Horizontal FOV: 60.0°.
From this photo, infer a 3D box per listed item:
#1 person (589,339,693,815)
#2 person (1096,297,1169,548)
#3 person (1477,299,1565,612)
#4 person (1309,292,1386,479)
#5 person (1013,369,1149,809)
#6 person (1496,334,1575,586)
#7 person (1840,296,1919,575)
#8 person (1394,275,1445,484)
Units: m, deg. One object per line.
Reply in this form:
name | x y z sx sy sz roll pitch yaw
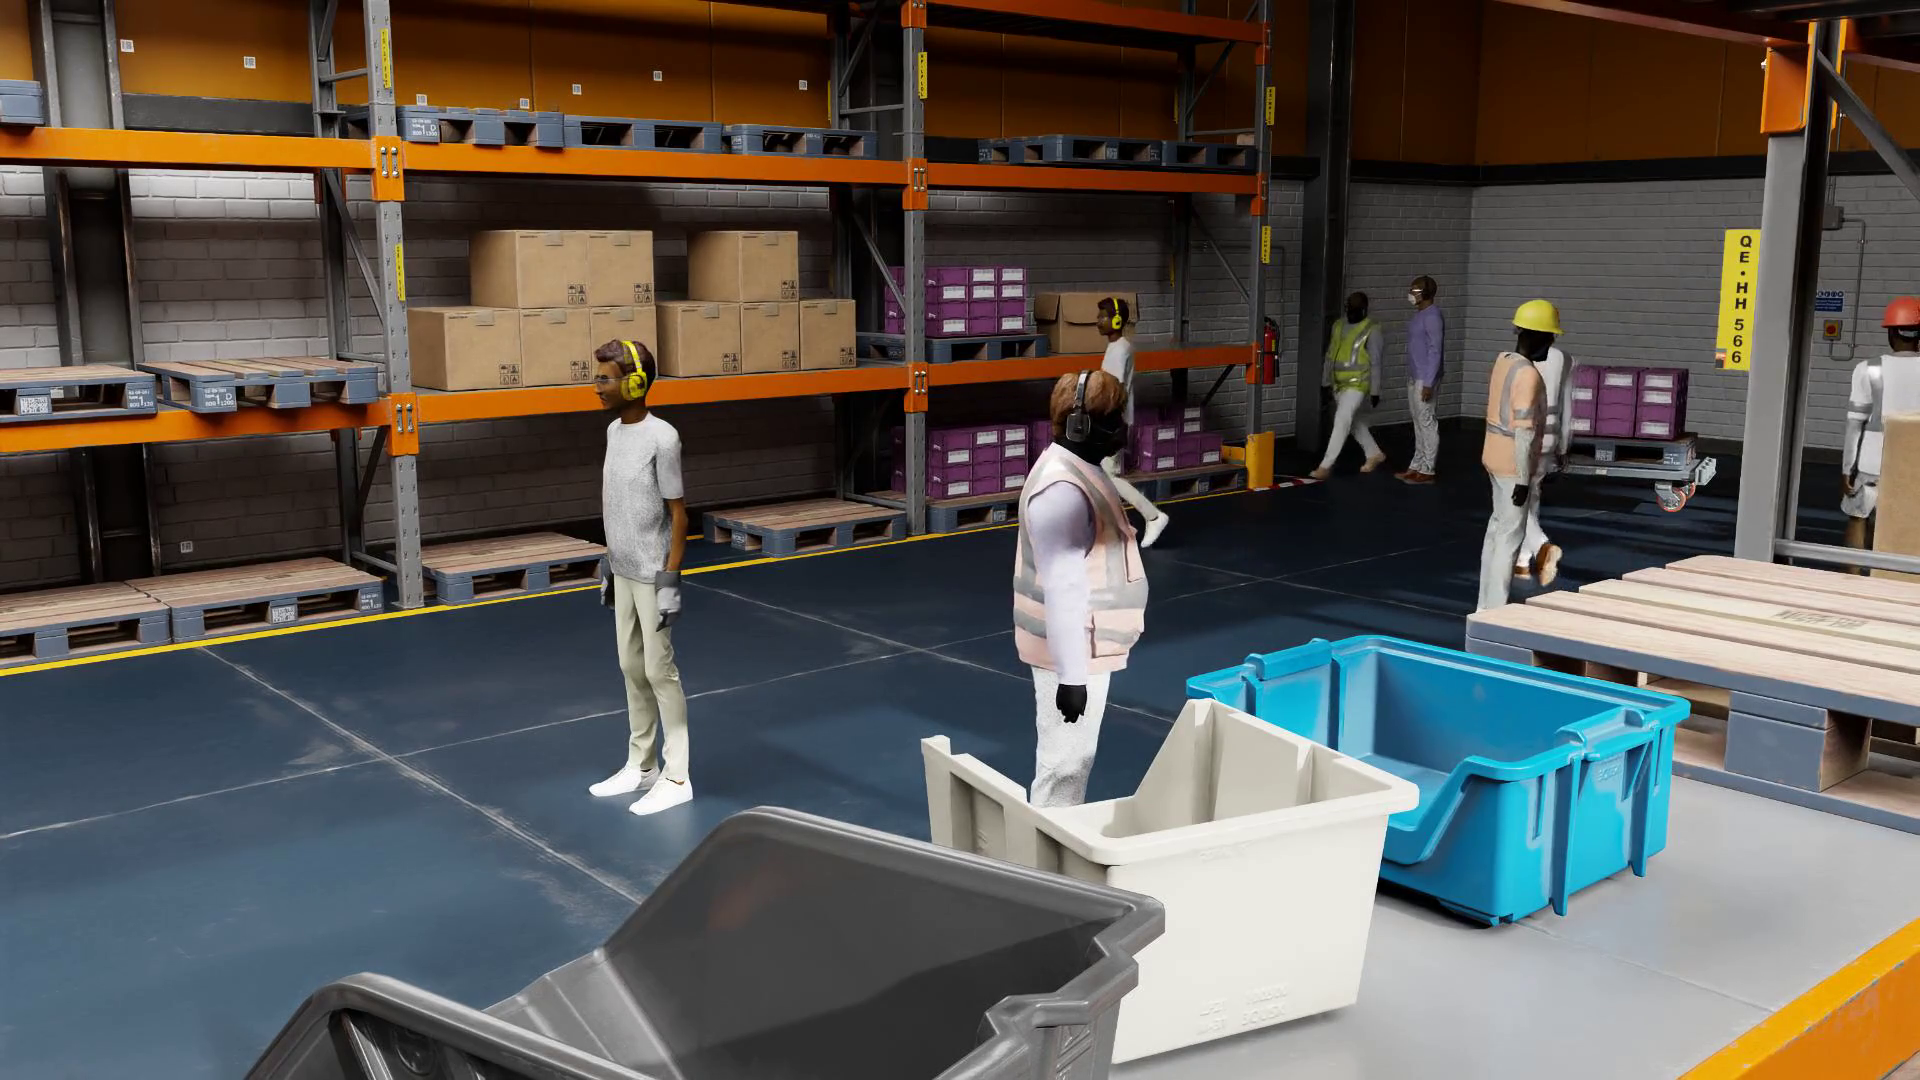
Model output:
person | -1.269 0.147 6.565 0.310 1.864 0.531 -9 13 -40
person | 1.140 -0.846 12.166 0.738 1.851 0.547 1 10 3
person | 3.250 -0.435 9.678 0.401 1.916 0.632 1 10 5
person | 3.783 -1.484 15.922 0.921 1.791 0.678 -5 11 -26
person | 0.389 0.370 5.374 0.429 1.841 0.634 1 10 8
person | 3.755 -0.613 10.855 0.578 1.865 0.757 -3 10 -15
person | 5.458 -0.450 9.717 0.565 1.932 0.411 3 11 19
person | 4.311 -1.486 15.497 0.376 1.940 0.627 1 10 4
